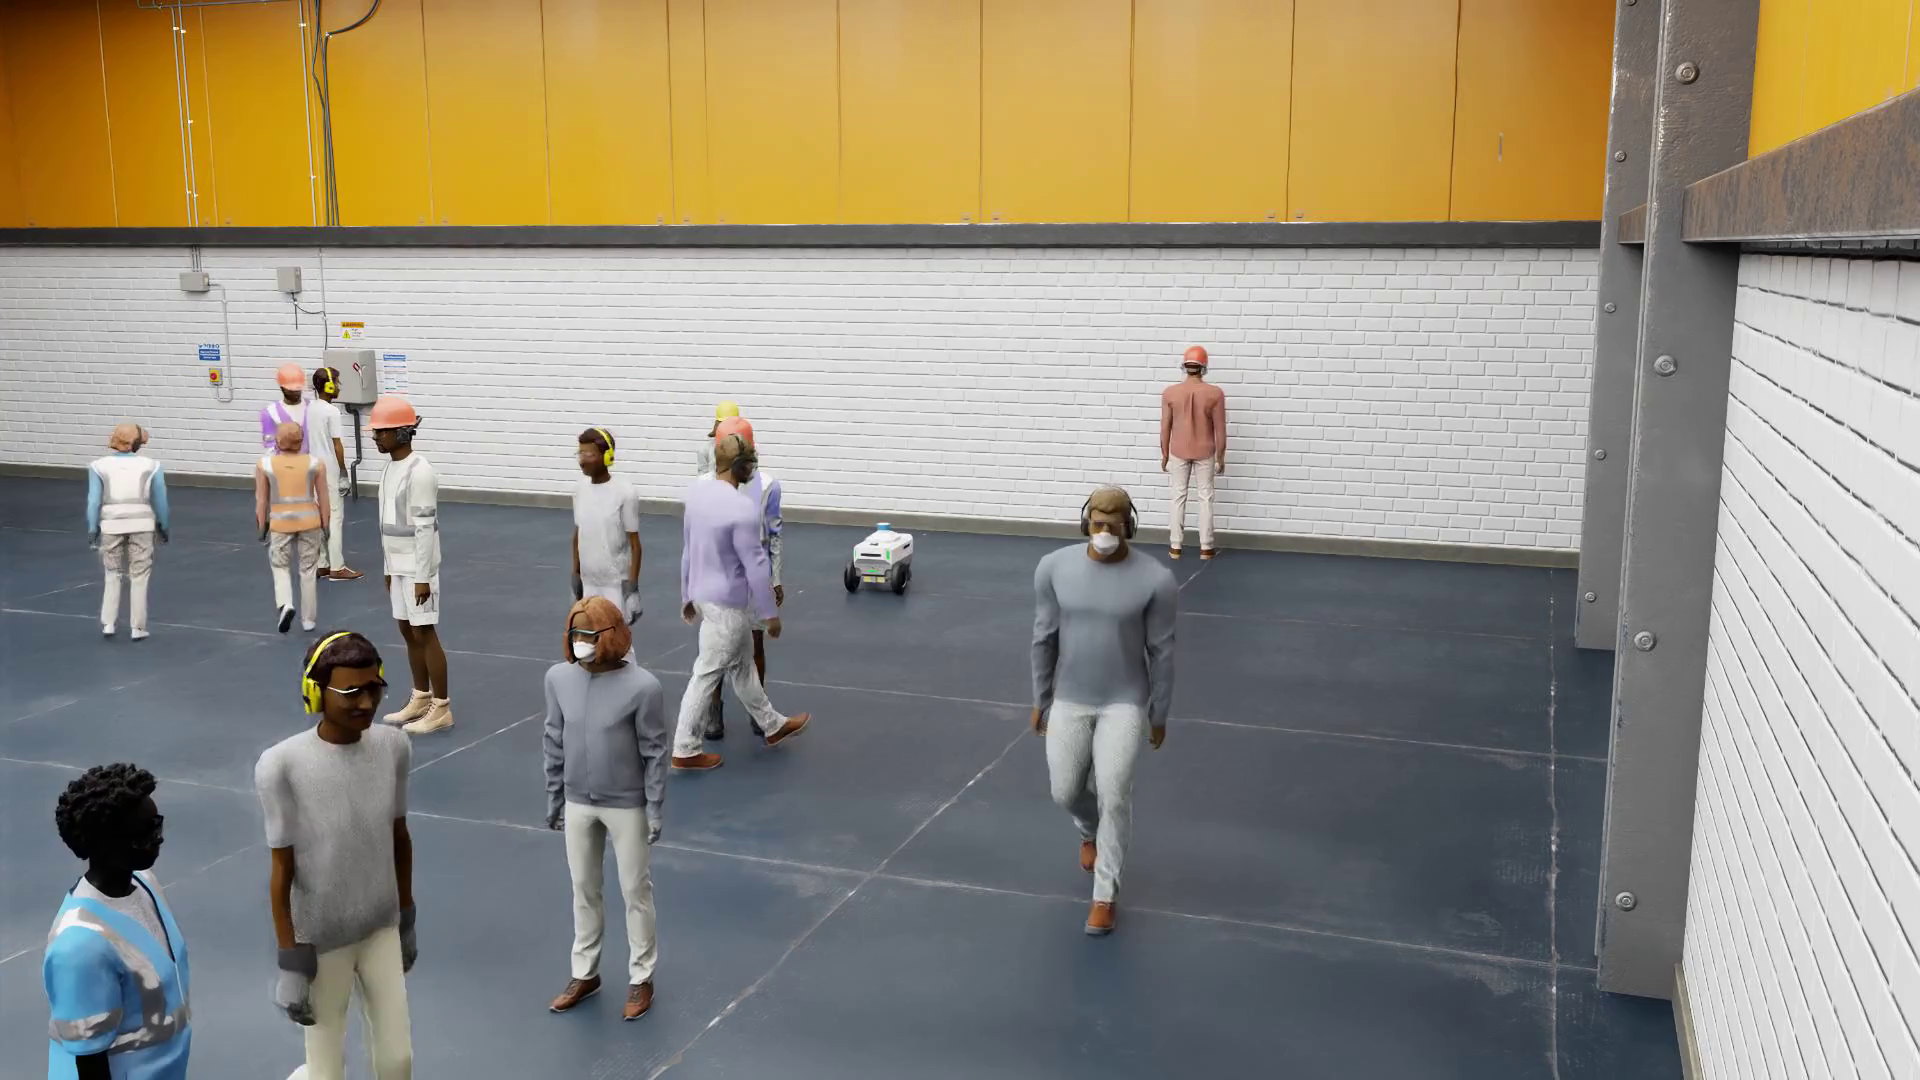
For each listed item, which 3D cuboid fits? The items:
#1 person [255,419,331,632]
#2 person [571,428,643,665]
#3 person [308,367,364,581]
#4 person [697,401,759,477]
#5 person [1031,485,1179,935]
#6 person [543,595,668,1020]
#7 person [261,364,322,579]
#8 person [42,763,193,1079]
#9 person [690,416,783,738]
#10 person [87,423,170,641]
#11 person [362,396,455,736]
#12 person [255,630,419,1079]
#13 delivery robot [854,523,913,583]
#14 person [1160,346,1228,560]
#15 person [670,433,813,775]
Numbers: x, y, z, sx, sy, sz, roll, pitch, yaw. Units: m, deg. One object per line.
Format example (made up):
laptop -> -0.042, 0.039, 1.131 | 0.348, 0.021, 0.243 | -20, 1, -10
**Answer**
person -> -4.982, -0.084, 12.463 | 0.528, 1.628, 0.457 | -4, 11, -22
person -> -2.091, 0.266, 9.815 | 0.562, 1.864, 0.336 | 5, 11, 28
person -> -5.527, -0.577, 14.567 | 0.535, 1.864, 0.309 | 7, 12, 36
person -> -1.771, -0.202, 12.793 | 0.484, 1.745, 0.297 | -3, 11, -18
person -> 0.633, 0.694, 7.235 | 0.633, 1.922, 0.659 | 3, 10, 16
person -> -1.343, 1.006, 6.301 | 0.501, 1.632, 0.280 | 3, 11, 17
person -> -5.777, -0.598, 14.566 | 0.594, 1.906, 0.573 | -7, 12, -34
person -> -2.042, 1.369, 4.079 | 0.320, 1.695, 0.538 | -2, 10, -13
person -> -1.315, 0.224, 9.858 | 0.550, 1.933, 0.375 | -2, 10, -13
person -> -6.160, -0.060, 12.351 | 0.534, 1.611, 0.457 | -4, 11, -19
person -> -3.326, 0.157, 9.976 | 0.392, 2.038, 0.606 | -8, 13, -38
person -> -1.829, 1.150, 4.898 | 0.672, 1.844, 0.517 | 8, 13, 39
delivery robot -> -0.648, 0.096, 14.199 | 0.477, 0.478, 0.707 | 3, 10, 15
person -> 2.181, -0.807, 15.511 | 0.632, 1.990, 0.391 | 3, 10, 14
person -> -1.216, 0.344, 9.298 | 0.983, 1.886, 0.655 | -6, 12, -32
